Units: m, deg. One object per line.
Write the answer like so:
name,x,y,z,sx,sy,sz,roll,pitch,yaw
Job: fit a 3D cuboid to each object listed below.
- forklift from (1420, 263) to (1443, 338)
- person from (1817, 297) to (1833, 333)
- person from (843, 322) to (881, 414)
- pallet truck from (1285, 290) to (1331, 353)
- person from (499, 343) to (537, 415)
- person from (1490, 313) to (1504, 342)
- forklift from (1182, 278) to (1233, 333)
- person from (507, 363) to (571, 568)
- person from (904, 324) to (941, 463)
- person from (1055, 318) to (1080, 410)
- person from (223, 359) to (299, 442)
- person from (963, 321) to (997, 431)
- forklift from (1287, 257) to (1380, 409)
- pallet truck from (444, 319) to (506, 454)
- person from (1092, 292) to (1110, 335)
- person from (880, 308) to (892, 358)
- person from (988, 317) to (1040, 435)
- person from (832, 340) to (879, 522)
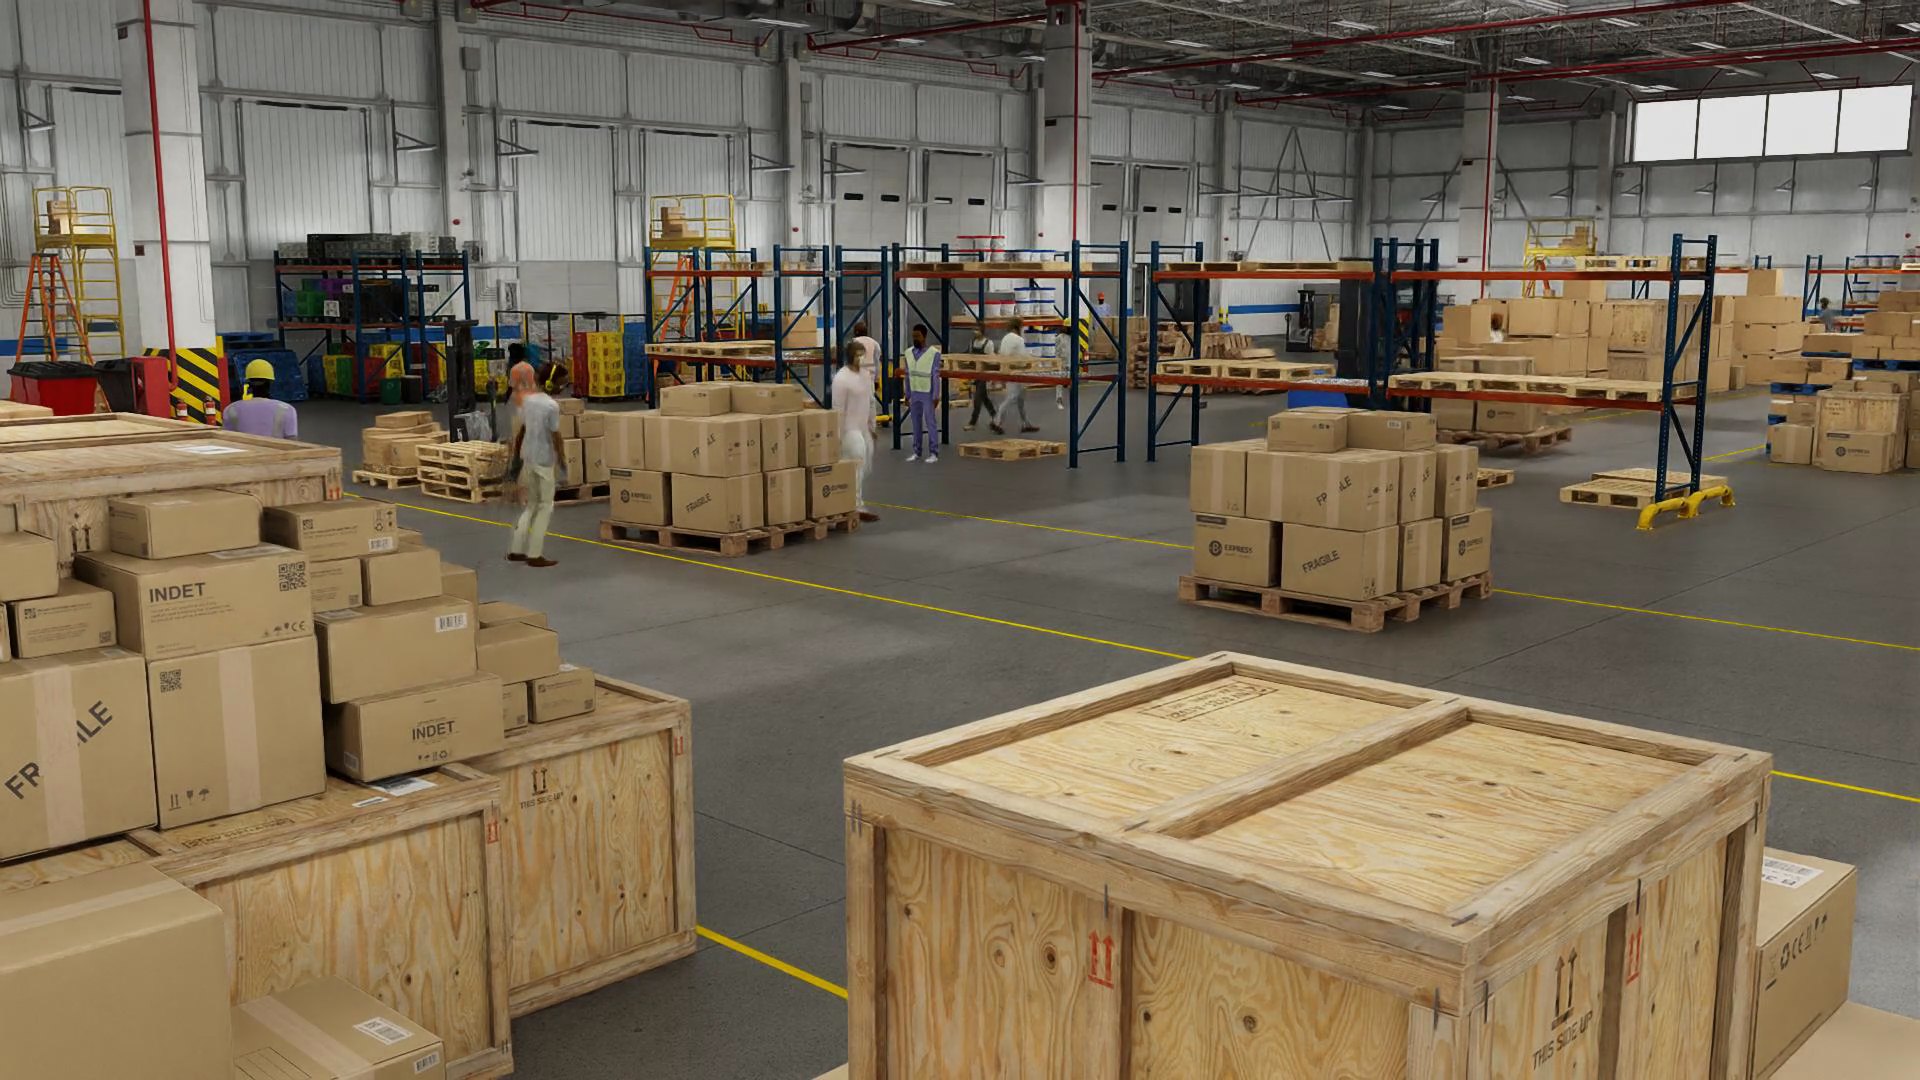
forklift,13.125,-6.420,46.906,1.873,2.768,1.129,3,10,17
person,22.283,-5.283,42.851,0.503,1.925,0.645,2,9,11
person,-1.544,-2.512,26.172,0.637,1.831,0.430,-6,11,-34
pallet truck,11.297,-6.951,52.861,1.885,1.965,0.823,-5,11,-29
person,-6.022,-1.874,22.786,0.889,1.633,0.552,1,9,6
person,9.523,-3.079,29.514,0.621,1.864,0.618,-8,13,-42
forklift,6.651,-6.381,46.671,1.873,2.768,1.129,9,13,43
person,-3.721,-0.658,14.787,0.566,1.828,0.463,8,12,39
person,-0.508,-2.010,22.857,0.586,1.910,0.396,7,11,36
person,2.039,-3.331,31.466,0.485,1.739,0.320,-2,10,-13
person,-5.718,-0.521,13.684,0.586,1.920,0.398,-1,9,-7
person,0.387,-2.730,27.612,0.942,1.808,0.540,-9,13,-44
forklift,6.093,-2.942,25.585,1.873,2.768,1.129,7,11,35
pallet truck,-6.981,-1.942,22.150,1.885,1.965,0.823,1,9,9
person,4.358,-6.683,51.441,0.544,1.930,0.389,1,9,6
person,-1.953,-5.335,44.079,0.323,1.631,0.524,1,9,8
person,0.854,-2.644,26.769,0.948,1.900,0.637,-4,10,-21
person,-1.177,-1.149,17.520,0.674,1.922,0.633,4,10,25
